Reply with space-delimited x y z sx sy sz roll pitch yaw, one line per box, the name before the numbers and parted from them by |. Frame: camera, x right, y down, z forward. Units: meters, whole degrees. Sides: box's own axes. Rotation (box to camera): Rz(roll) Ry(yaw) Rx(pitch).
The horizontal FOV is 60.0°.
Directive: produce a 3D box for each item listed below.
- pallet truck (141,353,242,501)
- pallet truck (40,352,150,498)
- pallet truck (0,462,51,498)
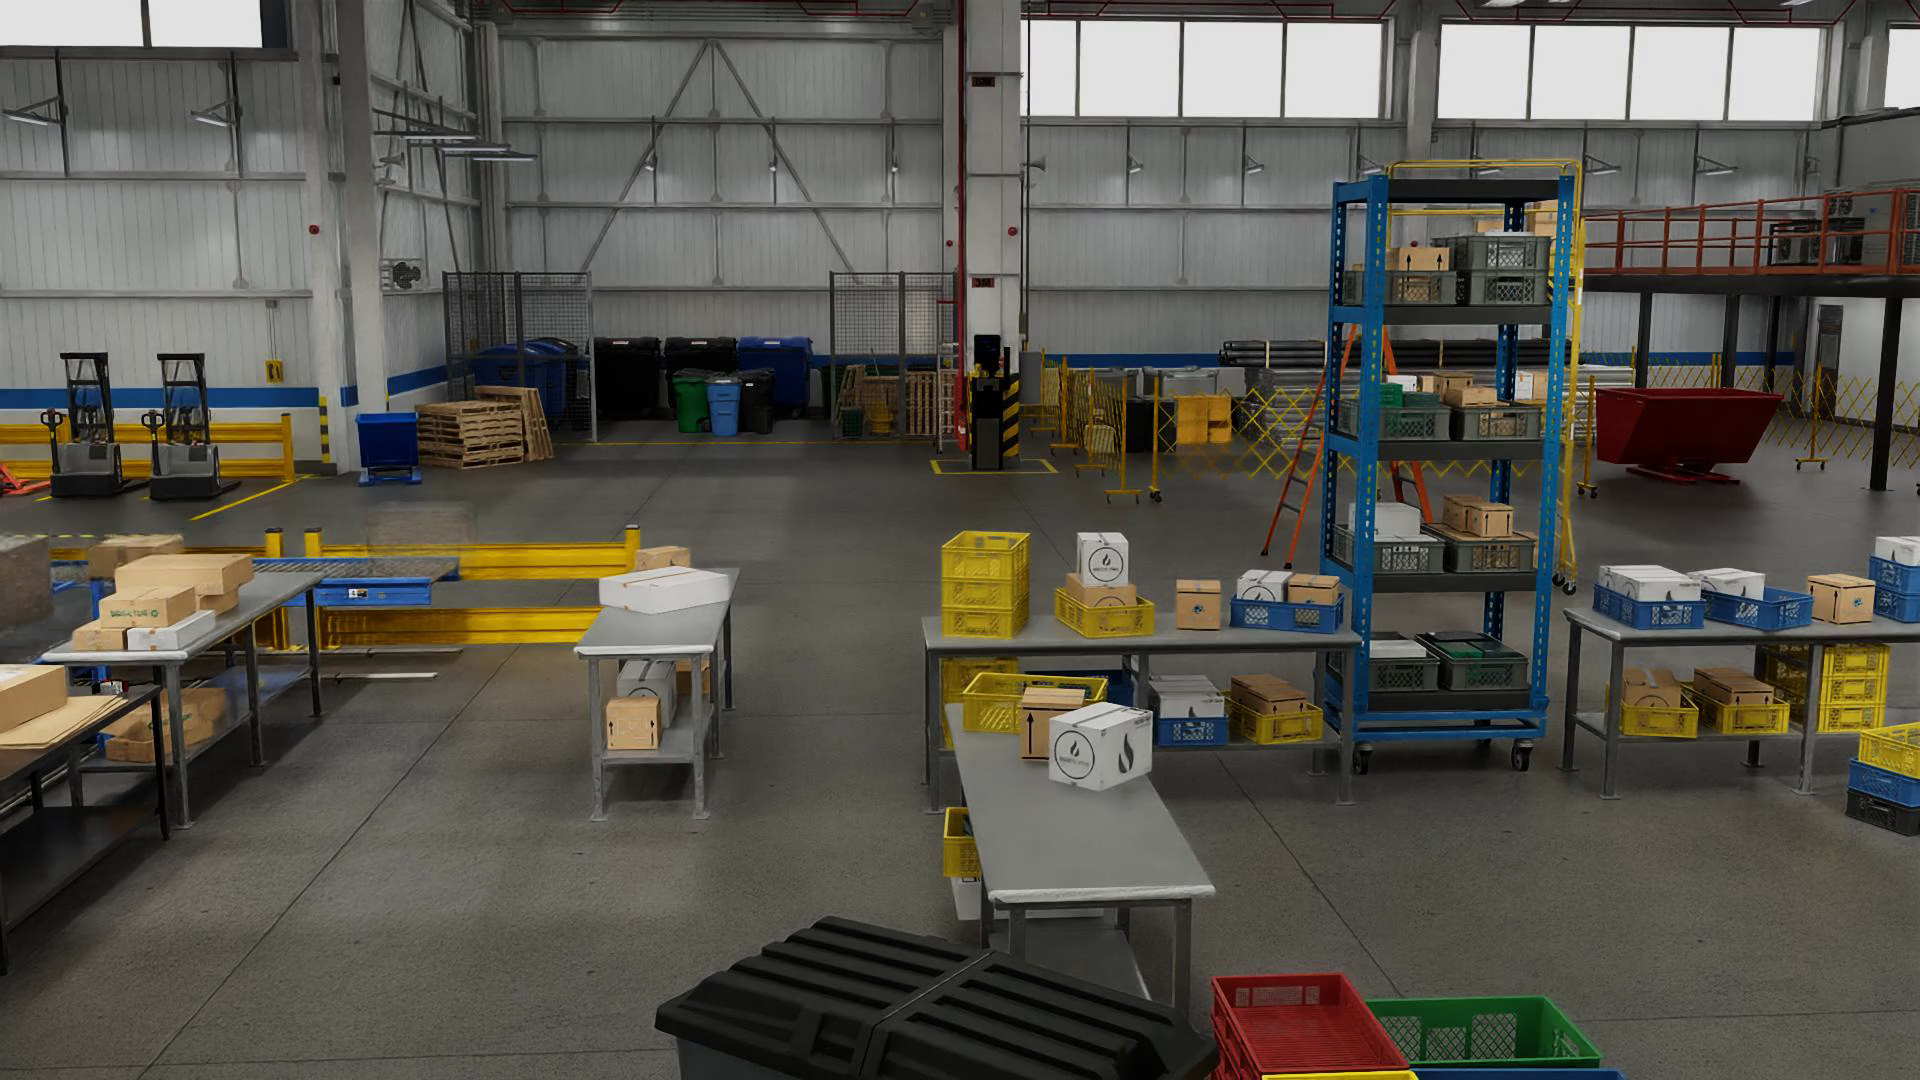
pallet truck | -10.520 -1.604 22.925 0.823 1.965 1.885 -1 9 -6
pallet truck | -11.907 -1.642 23.165 0.823 1.965 1.885 0 9 0
pallet truck | -13.193 -1.293 23.148 0.653 1.274 1.630 -1 9 -4
